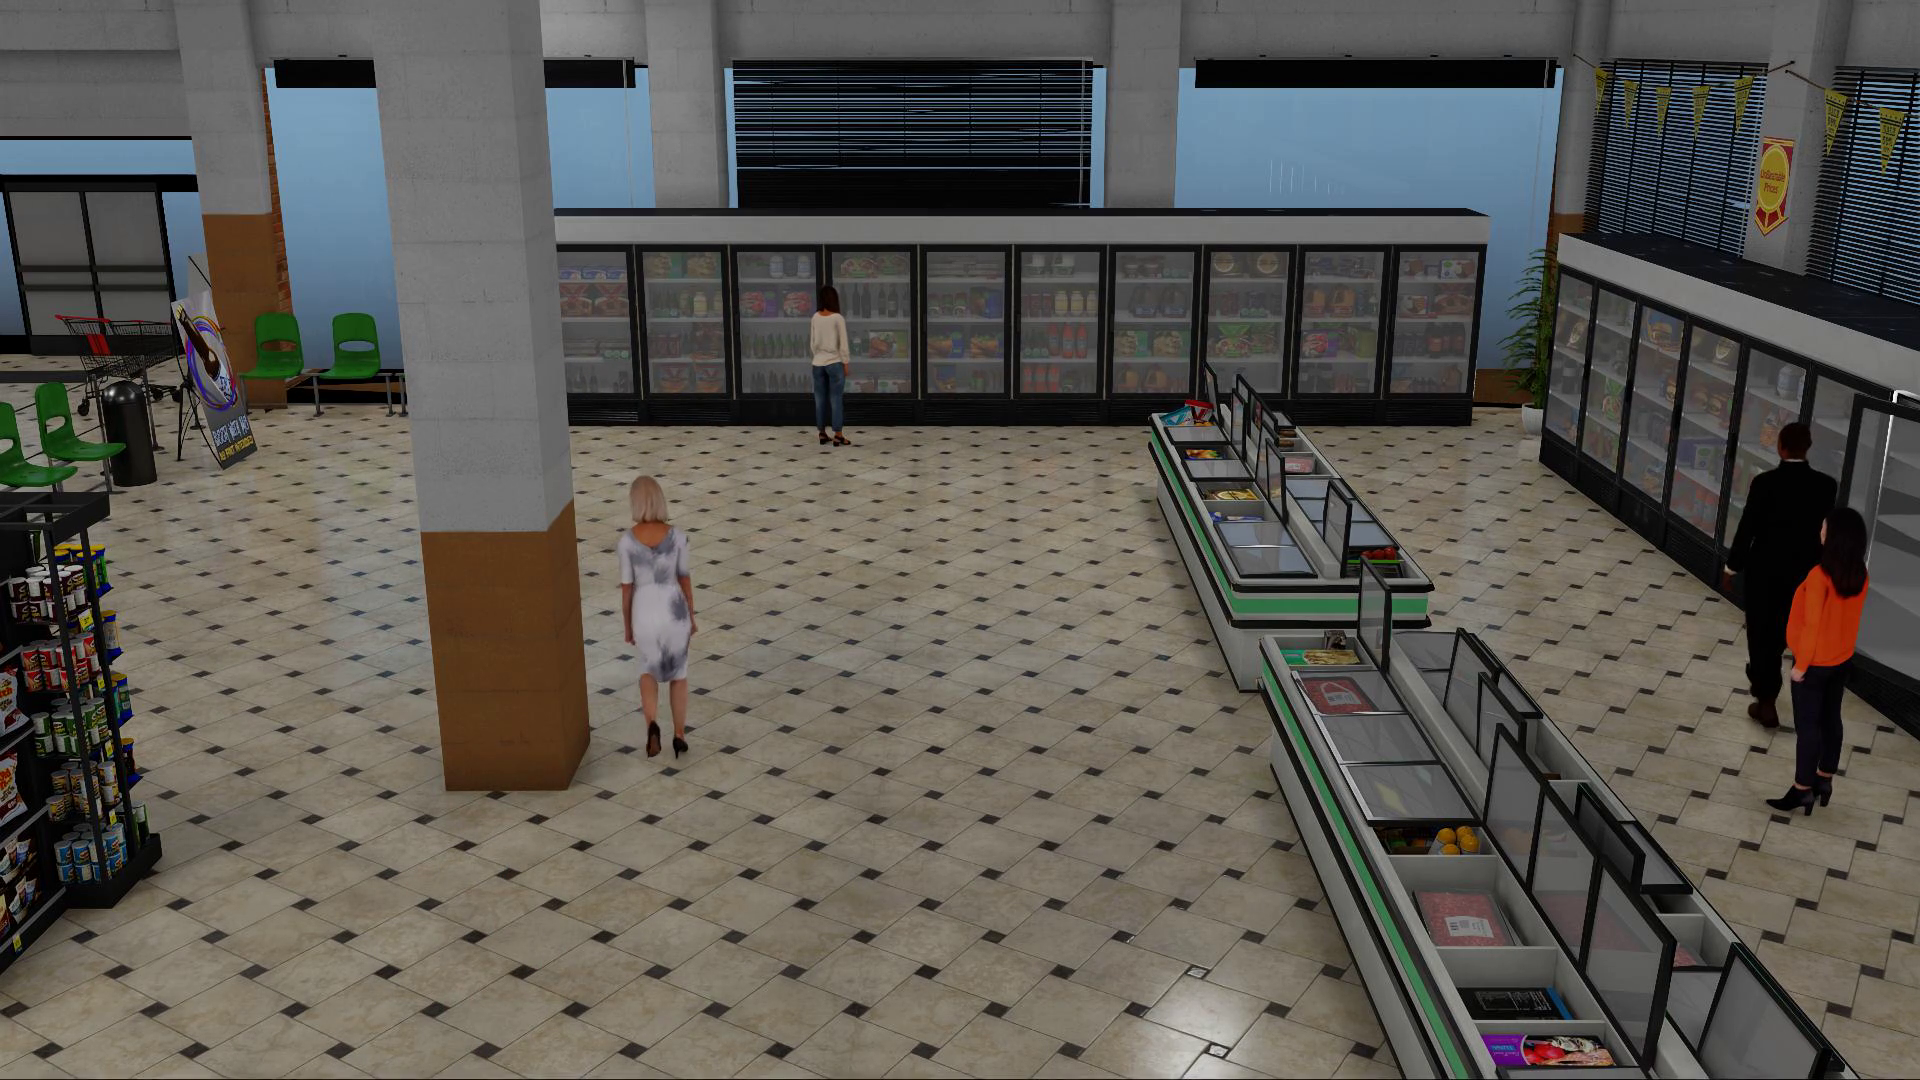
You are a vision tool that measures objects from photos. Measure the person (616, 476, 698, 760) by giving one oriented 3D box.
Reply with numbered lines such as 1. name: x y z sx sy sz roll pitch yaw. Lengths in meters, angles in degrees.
1. person: -1.740 0.505 9.649 0.633 1.733 0.784 -2 17 -5

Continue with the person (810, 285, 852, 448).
1. person: -1.372 -1.826 17.413 0.702 1.683 0.730 12 20 34

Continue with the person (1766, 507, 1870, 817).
1. person: 4.732 0.659 9.113 0.709 1.749 0.730 -11 20 -32

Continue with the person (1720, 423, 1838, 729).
1. person: 5.077 0.241 10.274 0.816 1.875 1.124 2 17 8
